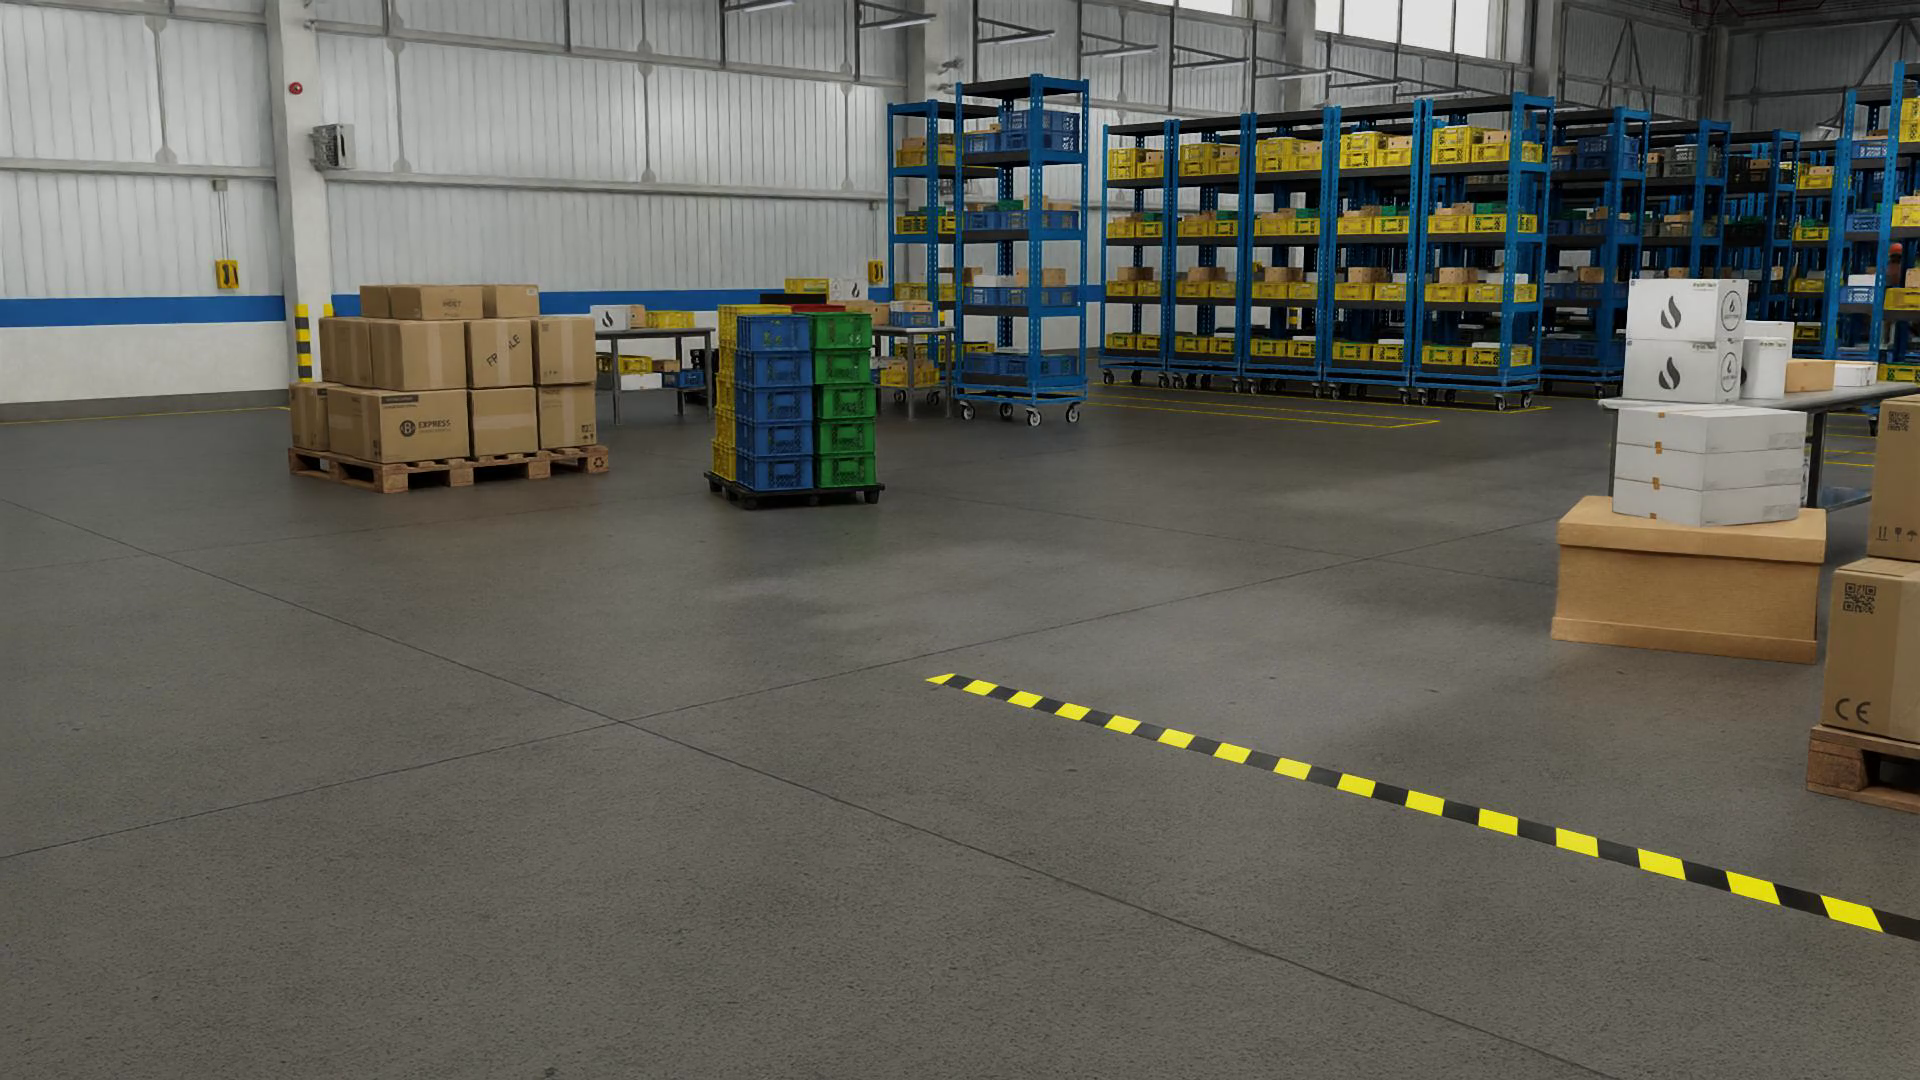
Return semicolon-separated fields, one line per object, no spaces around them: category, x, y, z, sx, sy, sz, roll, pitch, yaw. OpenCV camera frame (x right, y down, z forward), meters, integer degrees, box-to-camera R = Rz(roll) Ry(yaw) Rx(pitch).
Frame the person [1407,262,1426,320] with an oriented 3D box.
person;8.862;-4.614;32.525;0.564;1.832;0.382;0;9;-3

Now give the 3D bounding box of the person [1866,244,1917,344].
person;13.116;-3.161;23.370;0.653;1.952;0.973;6;11;31

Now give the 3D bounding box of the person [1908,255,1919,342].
person;13.710;-3.204;24.052;0.404;1.830;0.606;5;11;27
